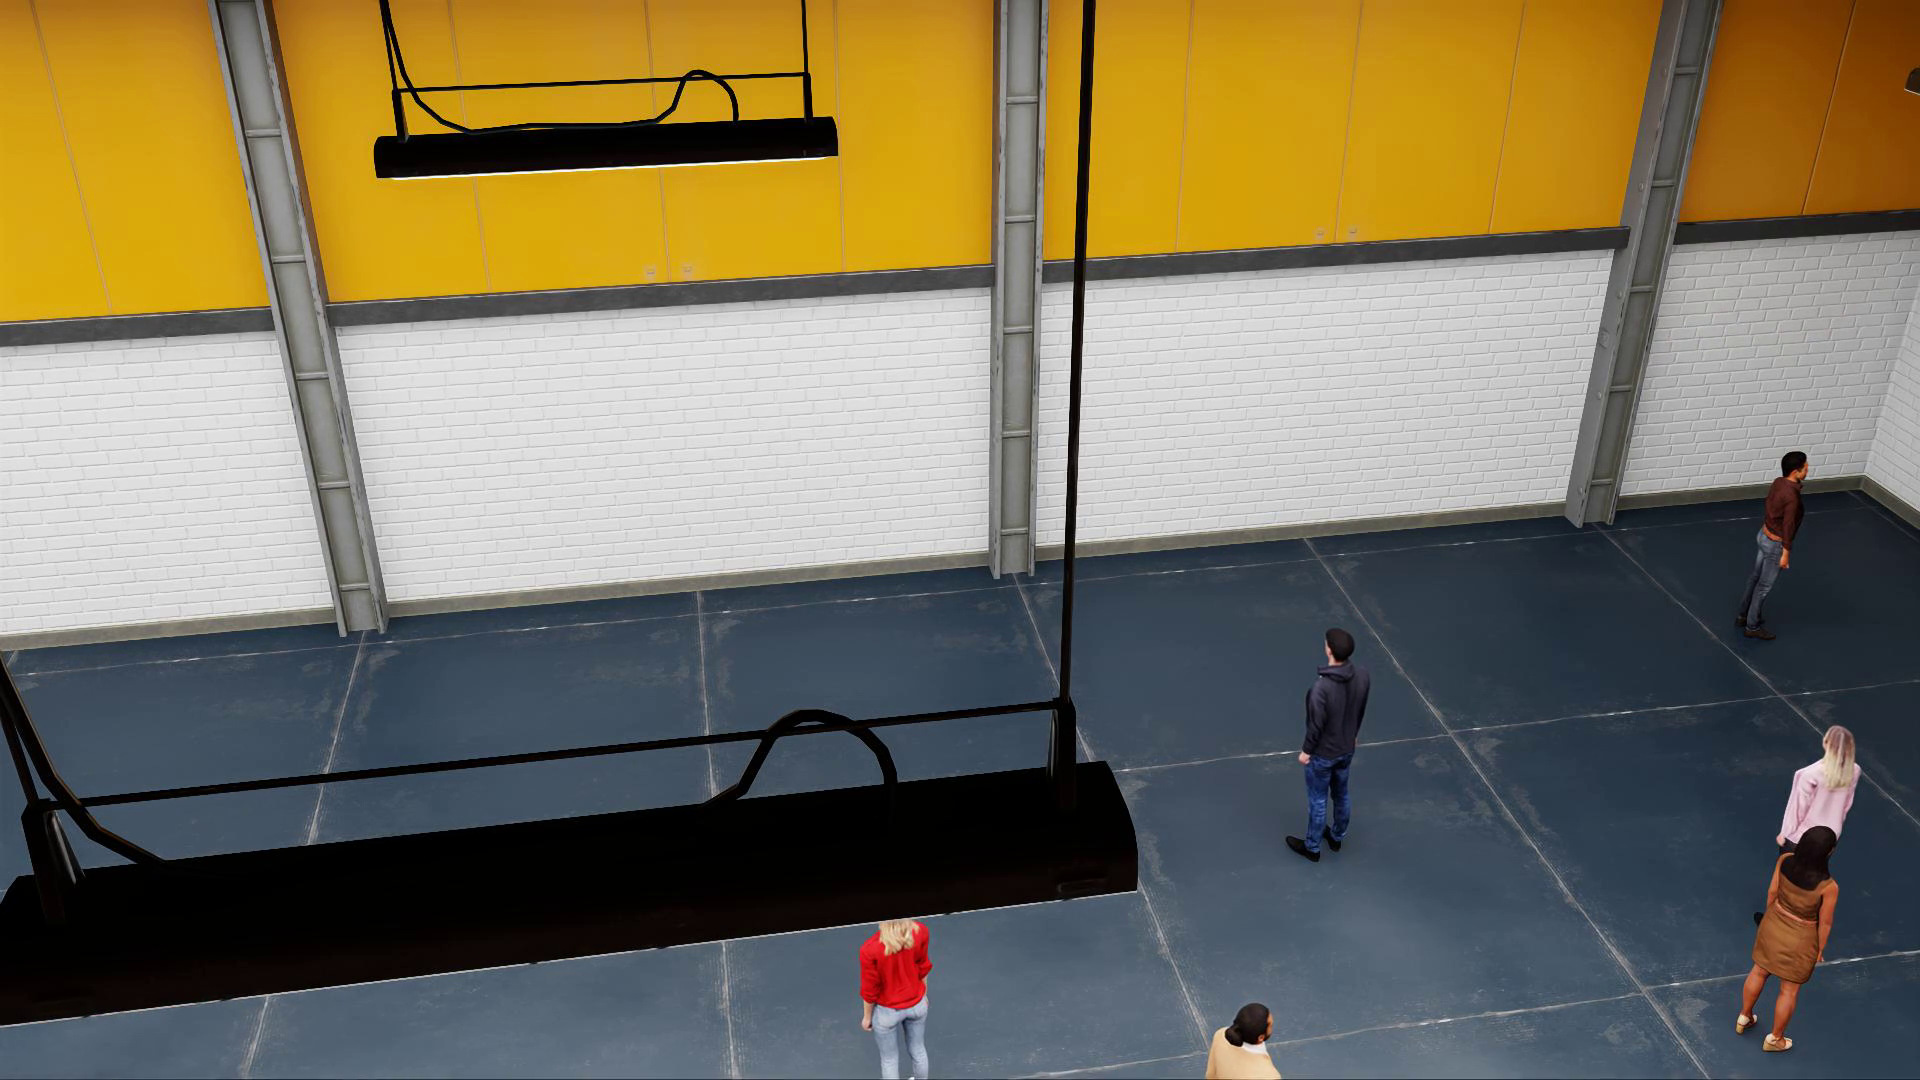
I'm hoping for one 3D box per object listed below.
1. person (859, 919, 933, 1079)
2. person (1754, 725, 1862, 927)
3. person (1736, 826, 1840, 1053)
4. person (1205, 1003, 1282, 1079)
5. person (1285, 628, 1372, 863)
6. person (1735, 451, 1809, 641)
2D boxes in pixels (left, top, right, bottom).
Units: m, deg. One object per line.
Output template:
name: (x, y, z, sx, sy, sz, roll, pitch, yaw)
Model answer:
person: (-0.366, 2.733, 9.768, 0.563, 1.704, 0.733, -15, 32, -25)
person: (5.733, 1.970, 11.185, 0.468, 1.687, 0.655, -6, 29, -10)
person: (5.135, 2.455, 10.292, 0.620, 1.690, 0.624, -17, 33, -28)
person: (1.510, 3.163, 8.926, 0.736, 1.755, 0.745, -18, 34, -30)
person: (2.657, 1.468, 11.890, 0.645, 1.894, 0.806, -16, 32, -27)
person: (7.161, 0.027, 14.648, 0.627, 1.782, 0.702, 3, 29, 6)
